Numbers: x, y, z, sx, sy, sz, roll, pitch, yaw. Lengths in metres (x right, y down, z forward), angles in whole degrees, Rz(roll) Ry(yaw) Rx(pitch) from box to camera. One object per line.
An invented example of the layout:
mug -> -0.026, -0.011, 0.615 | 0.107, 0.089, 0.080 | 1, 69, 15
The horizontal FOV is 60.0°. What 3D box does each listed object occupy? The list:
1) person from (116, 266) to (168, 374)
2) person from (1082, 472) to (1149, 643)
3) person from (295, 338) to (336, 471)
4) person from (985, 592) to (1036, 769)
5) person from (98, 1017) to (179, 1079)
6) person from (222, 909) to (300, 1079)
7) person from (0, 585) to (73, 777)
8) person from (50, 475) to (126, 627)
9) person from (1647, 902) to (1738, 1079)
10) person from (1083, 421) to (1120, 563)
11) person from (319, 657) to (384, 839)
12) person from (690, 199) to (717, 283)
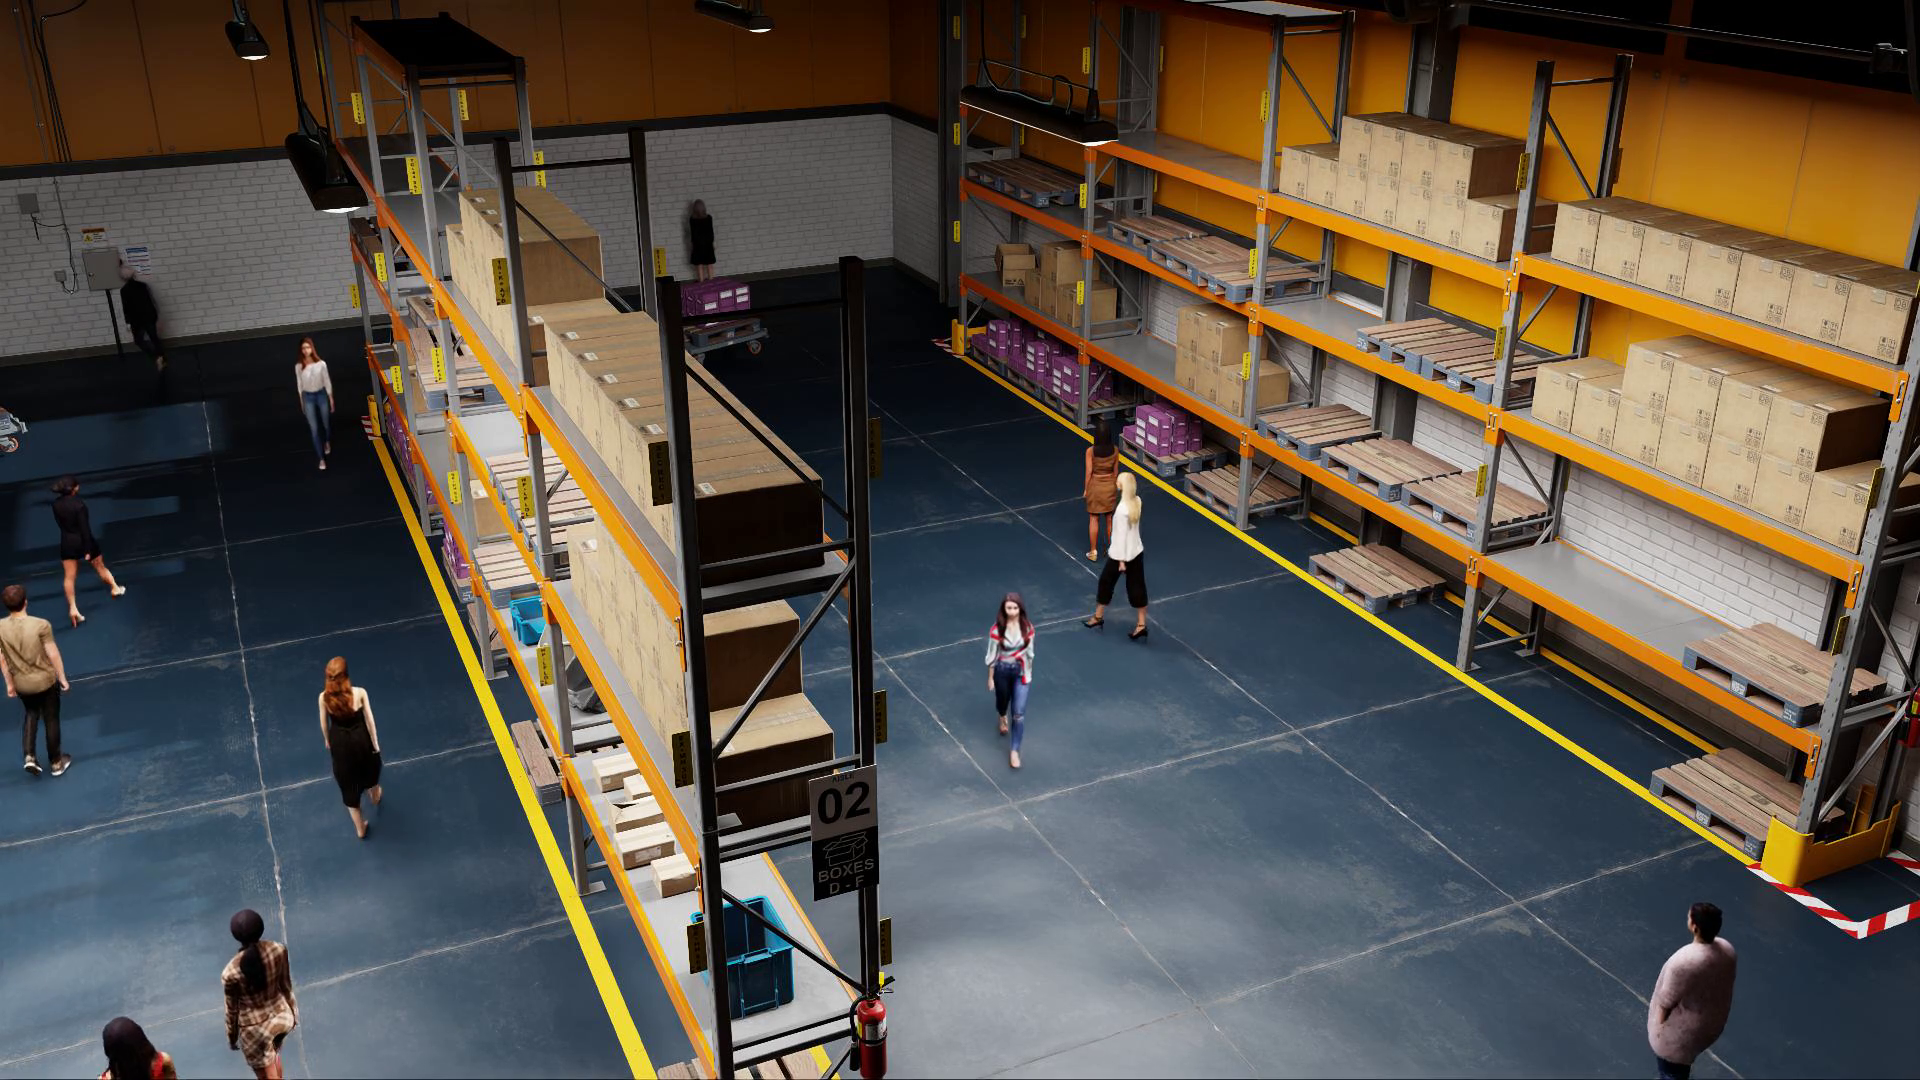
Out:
person -> -12.482, -3.364, 25.541 | 0.970, 1.773, 0.999 | 15, 28, 31
person -> 1.800, 0.203, 17.154 | 1.078, 1.828, 0.921 | 16, 28, 33
person -> -8.514, -1.849, 22.014 | 0.648, 1.695, 1.116 | -8, 25, -18
person -> 0.455, 1.199, 15.187 | 0.870, 1.580, 1.157 | -1, 24, -3
person -> -4.674, 3.541, 9.677 | 0.724, 1.701, 0.801 | -22, 32, -40
person -> -4.343, 3.144, 10.507 | 1.136, 1.764, 0.878 | 18, 30, 36
person -> -8.180, 1.293, 14.649 | 0.801, 1.838, 0.899 | -2, 24, -5
person -> -9.373, 0.140, 17.583 | 0.878, 1.601, 1.085 | 1, 24, 3
person -> 4.723, 3.110, 10.637 | 0.712, 1.721, 0.955 | -8, 25, -18
person -> 1.626, -0.563, 19.078 | 0.592, 1.690, 0.549 | -7, 25, -15
person -> -5.089, 1.762, 13.873 | 0.703, 1.600, 0.974 | -6, 24, -13
person -> -4.584, -5.206, 29.630 | 0.609, 1.747, 0.575 | -9, 25, -19
